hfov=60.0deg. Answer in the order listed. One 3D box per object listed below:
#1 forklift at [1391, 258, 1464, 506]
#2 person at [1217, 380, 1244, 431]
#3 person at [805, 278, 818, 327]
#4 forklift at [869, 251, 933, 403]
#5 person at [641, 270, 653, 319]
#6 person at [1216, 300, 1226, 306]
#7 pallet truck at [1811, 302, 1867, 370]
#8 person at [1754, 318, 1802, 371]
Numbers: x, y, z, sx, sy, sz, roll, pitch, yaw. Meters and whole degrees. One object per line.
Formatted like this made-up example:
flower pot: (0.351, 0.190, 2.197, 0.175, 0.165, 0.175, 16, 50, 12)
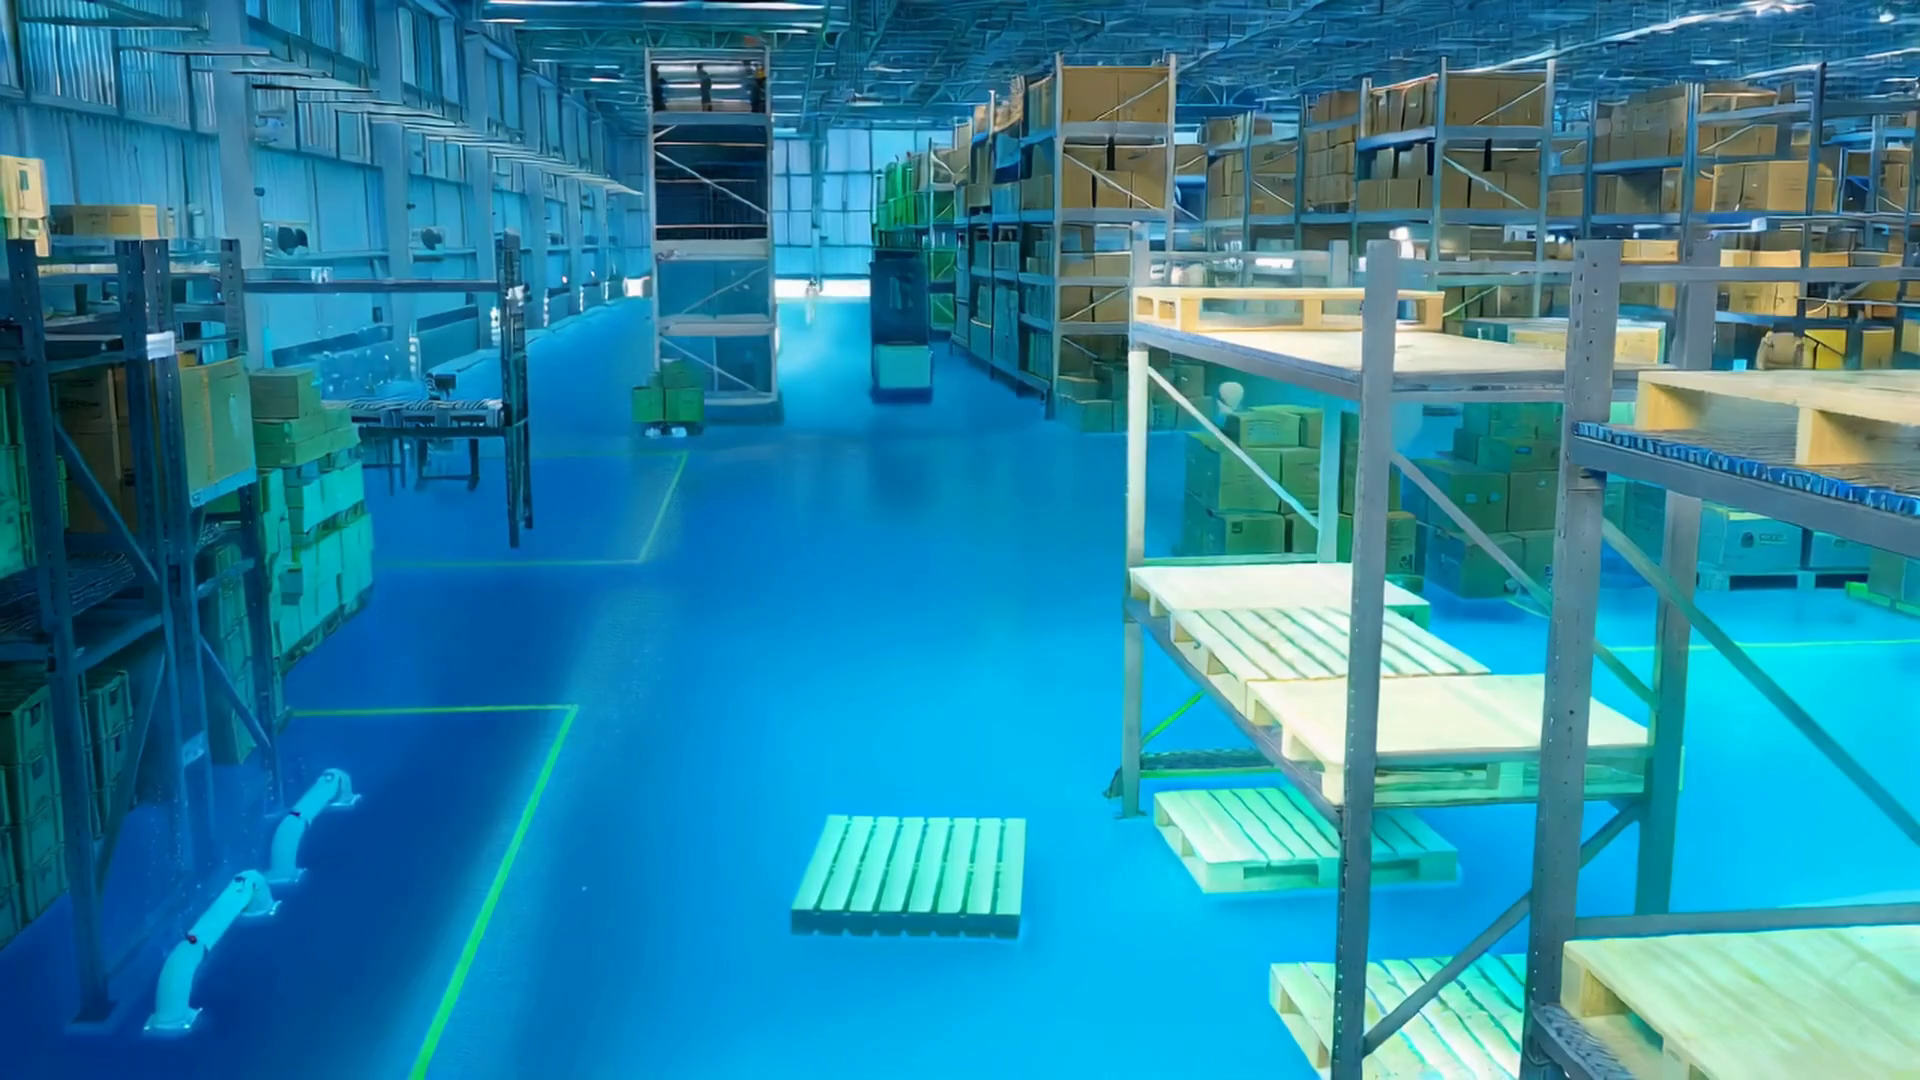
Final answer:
forklift: (4.990, -1.797, 18.891, 1.873, 2.768, 1.129, -1, 10, -6)
person: (2.612, -0.716, 16.209, 0.423, 1.679, 0.558, -2, 10, -13)
person: (-5.198, -8.305, 58.139, 0.486, 1.725, 0.653, -4, 11, -19)
forklift: (-1.119, -4.047, 31.356, 1.129, 2.768, 1.873, -1, 10, -6)
person: (-12.074, -9.523, 64.450, 0.401, 1.894, 0.653, 9, 14, 40)
person: (9.311, -8.489, 59.004, 0.570, 1.810, 0.962, -1, 10, -4)
pallet truck: (15.846, -3.142, 28.793, 1.885, 1.965, 0.823, 2, 10, 12)
person: (13.004, -2.637, 26.568, 0.617, 1.791, 0.939, 1, 10, 4)
